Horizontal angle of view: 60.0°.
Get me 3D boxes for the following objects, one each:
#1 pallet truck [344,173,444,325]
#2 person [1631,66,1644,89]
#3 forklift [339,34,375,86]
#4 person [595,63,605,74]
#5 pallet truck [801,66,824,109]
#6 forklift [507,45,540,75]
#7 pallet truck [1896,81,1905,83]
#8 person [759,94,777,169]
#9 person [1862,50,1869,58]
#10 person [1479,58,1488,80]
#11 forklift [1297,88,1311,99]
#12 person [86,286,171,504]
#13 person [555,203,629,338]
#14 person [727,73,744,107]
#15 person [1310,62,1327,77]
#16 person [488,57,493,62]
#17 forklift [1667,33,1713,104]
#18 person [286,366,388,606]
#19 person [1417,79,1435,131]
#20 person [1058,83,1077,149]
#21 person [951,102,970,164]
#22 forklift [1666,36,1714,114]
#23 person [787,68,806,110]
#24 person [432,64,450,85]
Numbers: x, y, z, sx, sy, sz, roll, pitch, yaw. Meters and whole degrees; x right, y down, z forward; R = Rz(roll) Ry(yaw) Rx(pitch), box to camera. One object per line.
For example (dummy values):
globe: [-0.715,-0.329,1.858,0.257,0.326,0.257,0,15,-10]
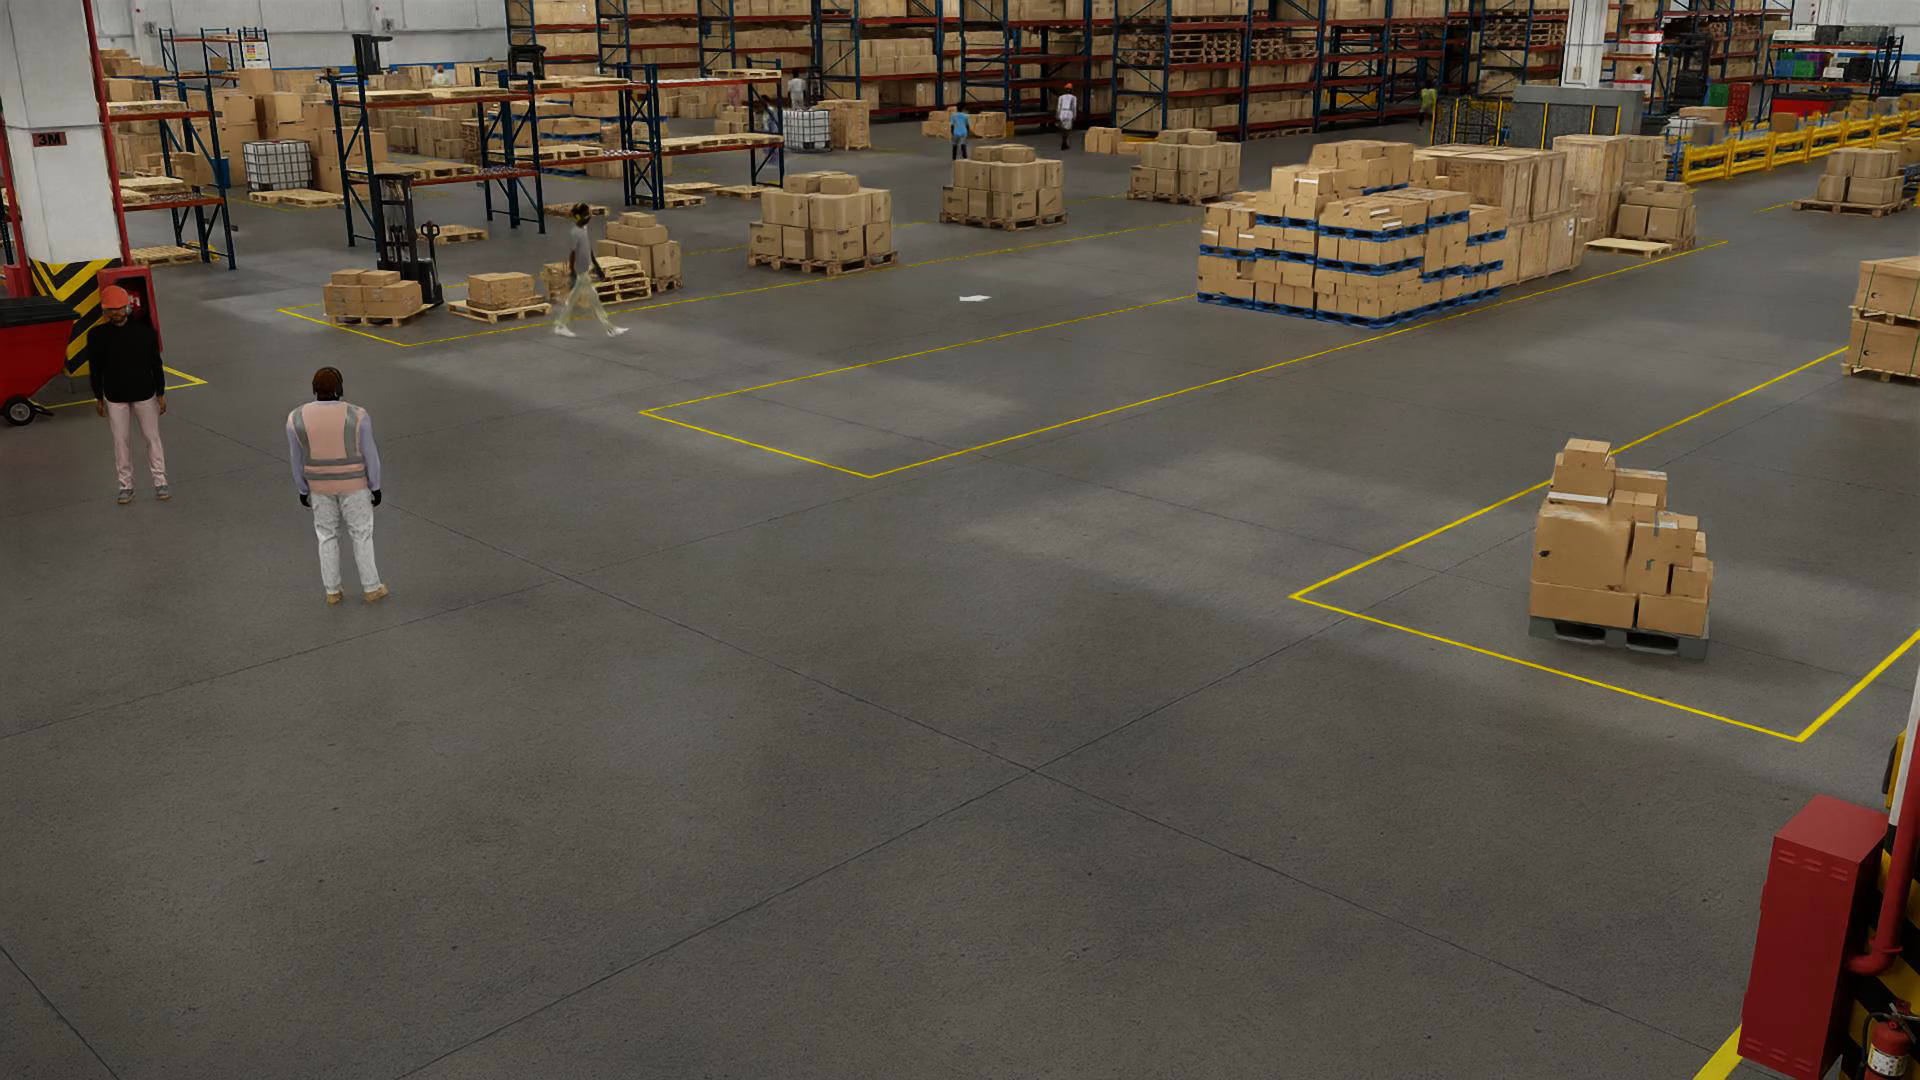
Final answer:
pallet truck: [-8.209,-4.181,23.757,0.823,1.965,1.885,3,19,9]
person: [25.912,-17.297,63.768,0.512,1.685,0.541,-17,24,-41]
forklift: [-23.287,-18.355,65.083,1.129,2.768,1.873,17,25,41]
person: [-14.790,-18.875,68.590,0.511,1.640,0.308,-6,19,-18]
pallet truck: [-4.812,-15.182,56.903,0.823,1.965,1.885,-9,21,-26]
forklift: [-13.783,-14.293,52.844,1.129,2.768,1.873,-8,20,-23]
pallet truck: [34.802,-16.331,61.455,0.653,1.274,1.630,17,25,41]
person: [-5.071,-10.675,43.486,0.619,1.892,0.583,-5,19,-14]
person: [42.963,-22.416,79.115,0.484,1.735,0.400,-4,19,-12]
person: [21.949,-19.333,69.804,0.678,1.748,0.530,-12,22,-33]
forklift: [11.566,-16.322,58.959,1.129,2.768,1.873,17,25,41]
person: [-7.568,-1.327,15.162,0.612,1.995,0.376,-7,20,-20]
person: [-5.034,-3.614,22.343,1.038,1.808,0.504,0,18,-1]
person: [-7.668,-15.063,56.731,0.739,1.892,0.410,15,24,38]
person: [15.645,-20.339,72.614,0.680,1.879,0.485,1,18,2]
person: [-18.651,-18.246,66.251,0.458,1.926,0.639,11,21,31]
forklift: [29.578,-19.001,67.028,1.129,2.768,1.873,17,25,41]
person: [-4.710,-0.406,12.628,0.634,1.841,0.429,-2,18,-6]
person: [15.518,-14.430,55.160,0.824,1.662,0.533,-17,25,-42]
person: [3.097,-12.330,48.445,0.554,1.915,0.662,9,20,25]
person: [-0.010,-10.759,44.113,0.548,1.642,0.884,-5,19,-16]
forklift: [27.341,-17.291,61.877,1.129,2.768,1.873,17,25,41]
person: [-5.565,-14.946,56.262,0.619,1.938,0.850,-8,20,-24]
person: [-18.235,-15.721,58.559,0.630,1.973,0.625,-3,19,-10]
